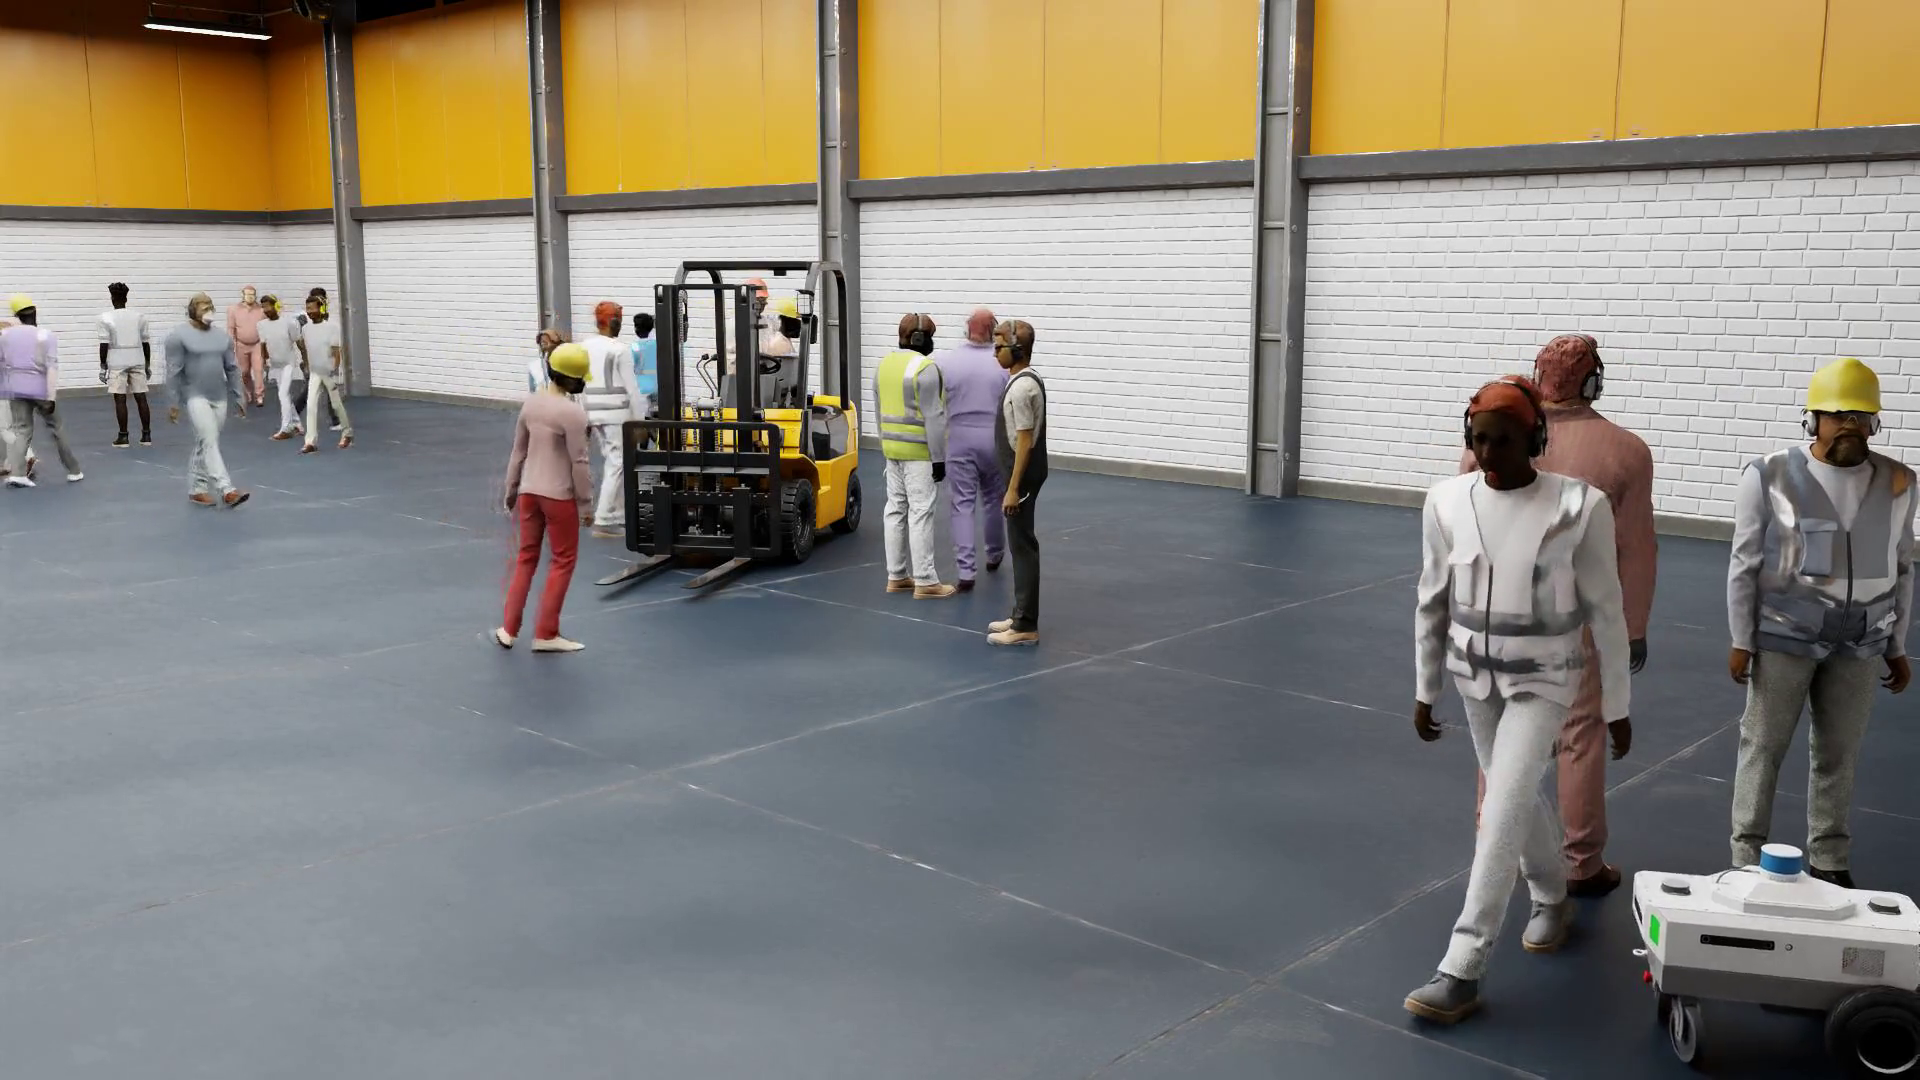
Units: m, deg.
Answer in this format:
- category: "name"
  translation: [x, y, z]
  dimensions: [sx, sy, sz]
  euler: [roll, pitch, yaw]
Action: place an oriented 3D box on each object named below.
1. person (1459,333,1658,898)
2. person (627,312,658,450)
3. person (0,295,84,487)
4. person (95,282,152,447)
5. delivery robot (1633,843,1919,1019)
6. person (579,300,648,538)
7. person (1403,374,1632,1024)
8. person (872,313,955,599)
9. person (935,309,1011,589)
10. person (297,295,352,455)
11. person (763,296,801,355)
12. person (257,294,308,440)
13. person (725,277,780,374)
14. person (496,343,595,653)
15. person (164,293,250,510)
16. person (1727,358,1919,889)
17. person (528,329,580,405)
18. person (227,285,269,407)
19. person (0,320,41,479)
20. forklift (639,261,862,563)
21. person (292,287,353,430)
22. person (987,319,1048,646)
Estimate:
- category: "person"
  translation: [2.031, 0.251, 5.685]
  dimensions: [0.652, 1.906, 0.402]
  euler: [6, 11, 34]
- category: "person"
  translation: [-3.298, -1.581, 17.655]
  dimensions: [0.787, 1.671, 0.536]
  euler: [7, 12, 38]
- category: "person"
  translation: [-9.059, -1.453, 16.270]
  dimensions: [0.591, 1.873, 0.792]
  euler: [-1, 9, -5]
- category: "person"
  translation: [-9.955, -2.086, 19.830]
  dimensions: [0.367, 1.964, 0.609]
  euler: [8, 13, 42]
- category: "delivery robot"
  translation: [2.210, 1.069, 4.513]
  dimensions: [0.707, 0.478, 0.477]
  euler: [2, 10, 15]
- category: "person"
  translation: [-2.729, -0.946, 13.122]
  dimensions: [0.606, 1.878, 0.526]
  euler: [7, 11, 36]
- category: "person"
  translation: [1.640, 0.420, 4.893]
  dimensions: [1.012, 1.833, 0.603]
  euler: [-8, 12, -40]
- category: "person"
  translation: [-0.288, -0.542, 10.768]
  dimensions: [0.430, 1.838, 0.619]
  euler: [-7, 12, -38]
- category: "person"
  translation: [0.120, -0.628, 11.264]
  dimensions: [0.638, 1.841, 1.041]
  euler: [1, 9, 3]
- category: "person"
  translation: [-7.386, -1.929, 19.338]
  dimensions: [0.538, 1.825, 0.973]
  euler: [2, 9, 10]
- category: "person"
  translation: [-1.481, -1.126, 14.225]
  dimensions: [0.721, 1.887, 0.586]
  euler: [0, 9, -2]
- category: "person"
  translation: [-8.464, -2.174, 20.874]
  dimensions: [0.520, 1.818, 0.811]
  euler: [2, 9, 10]
- category: "person"
  translation: [-1.885, -1.398, 15.372]
  dimensions: [0.605, 2.045, 0.377]
  euler: [-8, 12, -41]
- category: "person"
  translation: [-2.305, -0.231, 9.212]
  dimensions: [0.668, 1.720, 0.433]
  euler: [7, 11, 35]
- category: "person"
  translation: [-6.558, -1.211, 14.666]
  dimensions: [0.957, 1.896, 0.656]
  euler: [5, 10, 28]
- category: "person"
  translation: [2.844, 0.317, 5.498]
  dimensions: [0.586, 1.835, 0.404]
  euler: [1, 9, 6]
- category: "person"
  translation: [-3.460, -1.025, 14.386]
  dimensions: [0.522, 1.613, 0.719]
  euler: [3, 10, 15]
- category: "person"
  translation: [-11.025, -3.023, 25.863]
  dimensions: [0.639, 1.872, 0.881]
  euler: [-3, 10, -18]
- category: "person"
  translation: [-9.567, -1.410, 16.782]
  dimensions: [0.743, 1.606, 0.503]
  euler: [4, 10, 22]
- category: "forklift"
  translation: [-1.552, -1.040, 12.721]
  dimensions: [1.214, 2.155, 2.313]
  euler: [2, 9, 11]
- category: "person"
  translation: [-8.458, -2.375, 21.851]
  dimensions: [0.816, 1.893, 0.589]
  euler: [4, 10, 24]
- category: "person"
  translation: [0.323, -0.322, 9.392]
  dimensions: [0.345, 1.844, 0.507]
  euler: [1, 9, 4]
